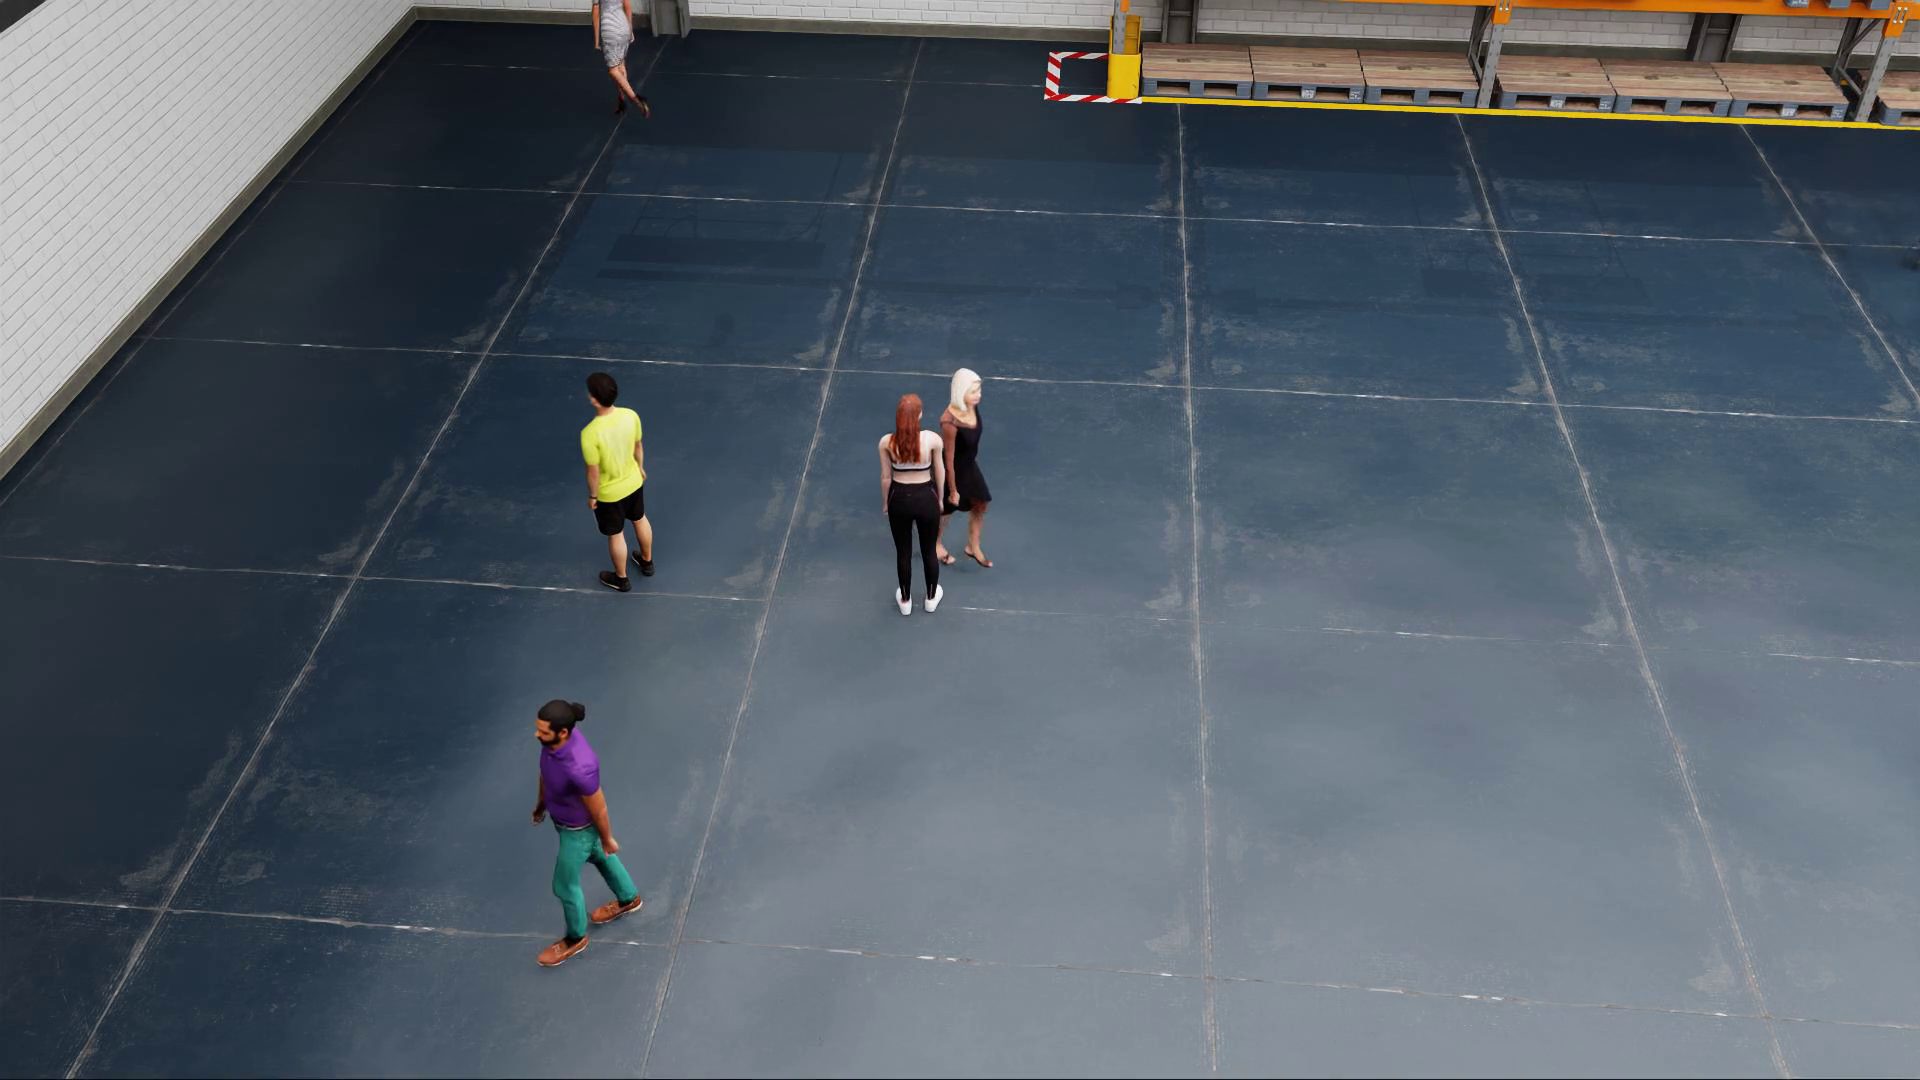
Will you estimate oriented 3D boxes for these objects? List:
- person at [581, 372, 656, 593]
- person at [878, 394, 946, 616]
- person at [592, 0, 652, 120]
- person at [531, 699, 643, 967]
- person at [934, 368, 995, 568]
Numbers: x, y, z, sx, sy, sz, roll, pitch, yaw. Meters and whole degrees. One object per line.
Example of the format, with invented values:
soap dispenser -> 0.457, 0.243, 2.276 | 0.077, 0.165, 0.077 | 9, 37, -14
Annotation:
person -> -2.344, -0.406, 11.390 | 0.732, 1.708, 0.698 | 30, 48, 32
person -> -0.313, -0.228, 11.141 | 0.477, 1.740, 0.655 | 0, 39, 0
person -> -3.540, -5.180, 17.294 | 0.987, 1.799, 1.057 | -28, 46, -30
person -> -1.976, 1.482, 8.997 | 1.019, 1.745, 0.907 | -18, 42, -22
person -> -0.085, -0.502, 11.507 | 0.858, 1.712, 0.779 | 21, 43, 24
